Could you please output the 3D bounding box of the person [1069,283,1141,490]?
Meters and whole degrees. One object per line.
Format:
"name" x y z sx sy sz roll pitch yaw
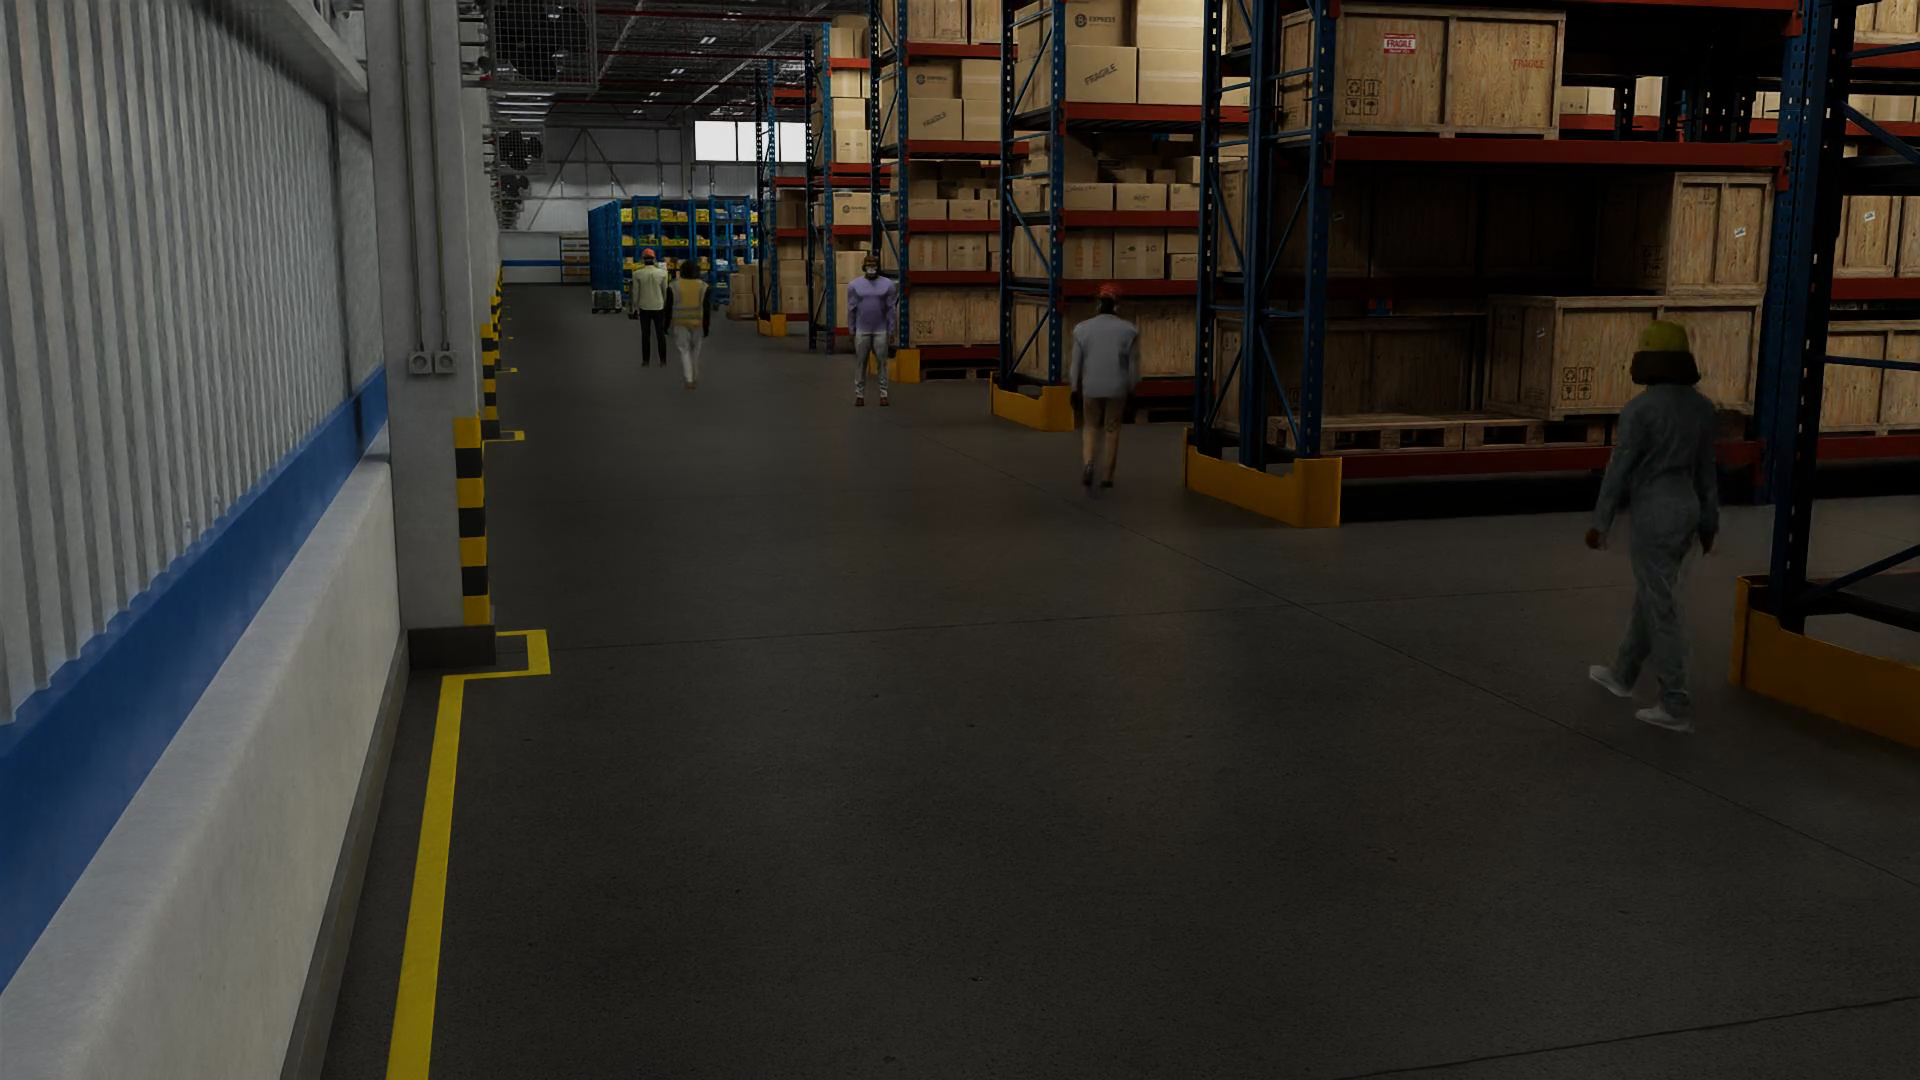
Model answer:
"person" 1.213 -1.276 13.891 0.598 1.715 0.431 1 10 7

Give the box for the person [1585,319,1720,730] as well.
"person" 2.931 -0.085 7.174 0.496 1.709 0.817 -5 11 -26

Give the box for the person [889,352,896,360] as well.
"person" -0.857 -3.763 27.432 0.747 1.918 0.550 -3 10 -16

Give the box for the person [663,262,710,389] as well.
"person" -3.937 -3.085 23.926 0.637 1.794 0.951 -4 11 -23

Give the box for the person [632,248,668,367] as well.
"person" -5.201 -3.903 28.004 0.610 1.986 0.393 -3 10 -17

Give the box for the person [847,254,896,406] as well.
"person" -1.116 -2.653 21.109 0.624 1.931 0.368 0 10 -1
